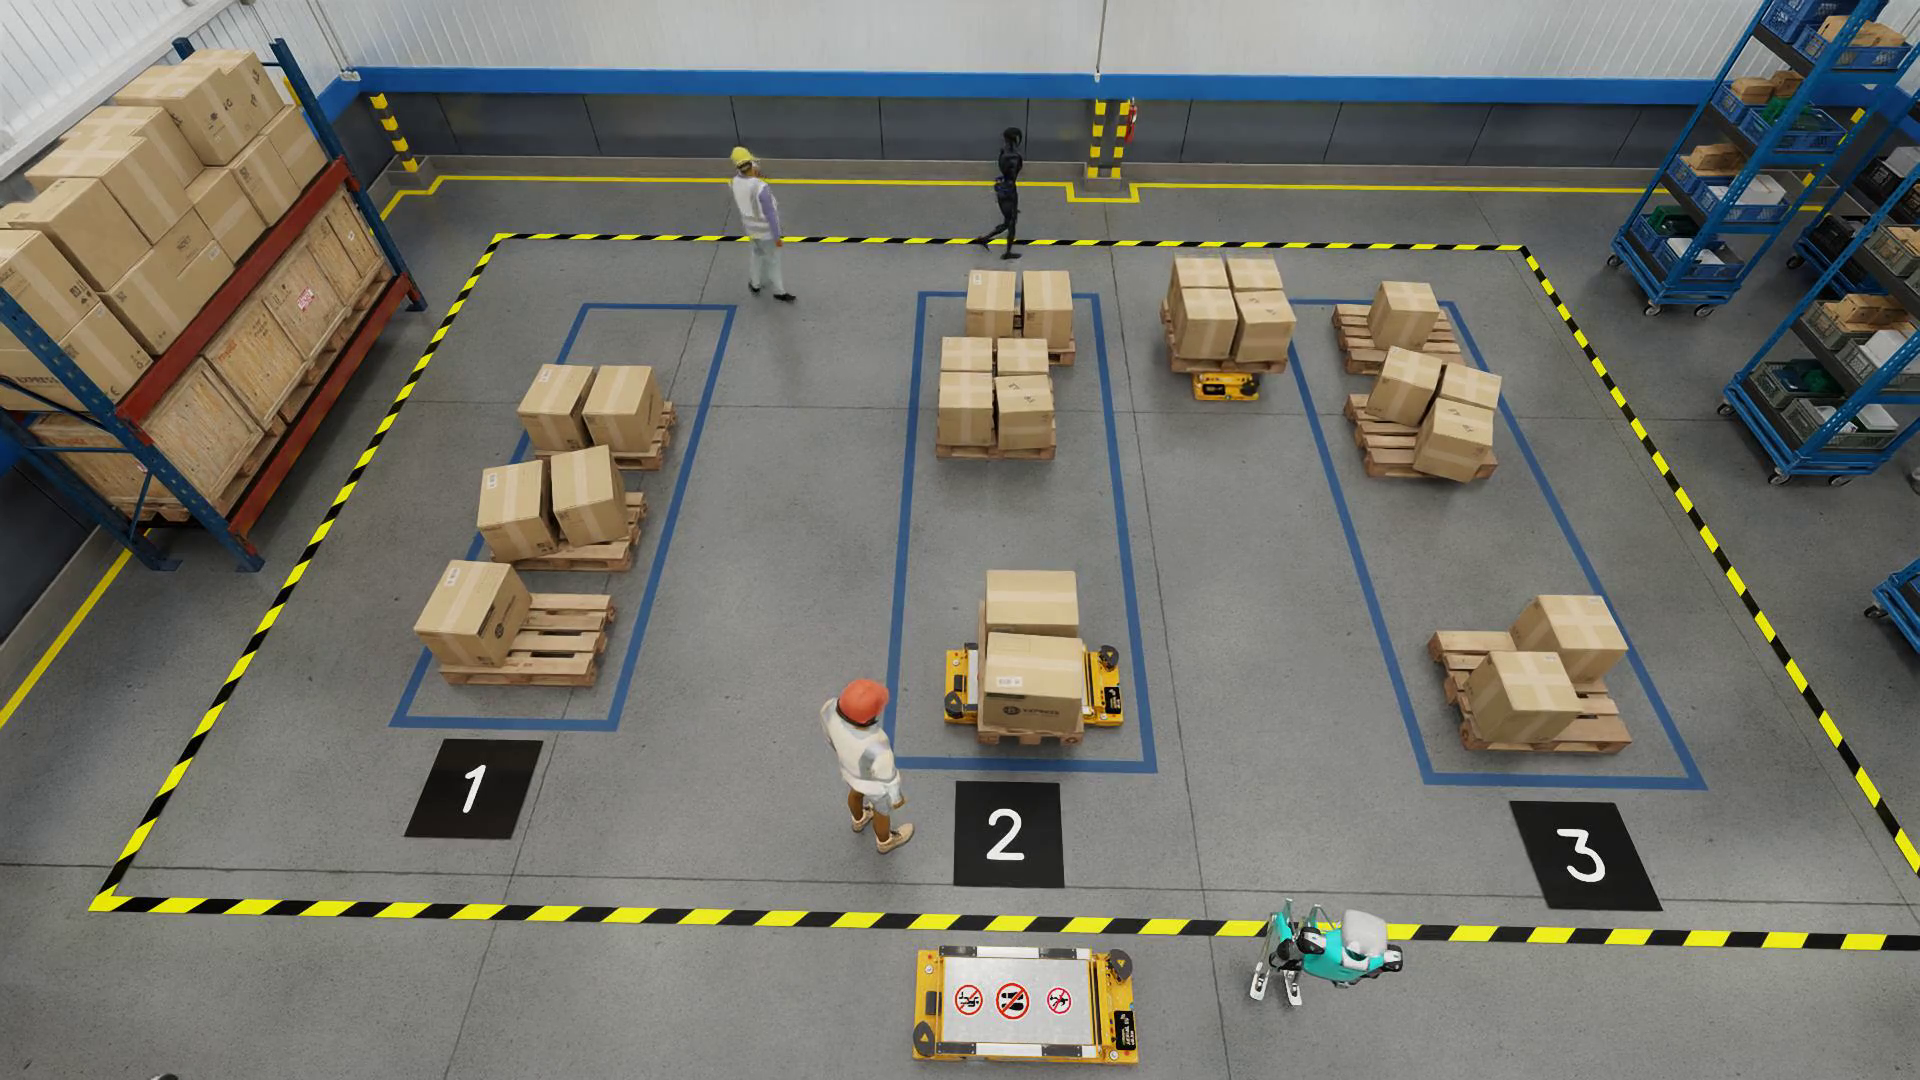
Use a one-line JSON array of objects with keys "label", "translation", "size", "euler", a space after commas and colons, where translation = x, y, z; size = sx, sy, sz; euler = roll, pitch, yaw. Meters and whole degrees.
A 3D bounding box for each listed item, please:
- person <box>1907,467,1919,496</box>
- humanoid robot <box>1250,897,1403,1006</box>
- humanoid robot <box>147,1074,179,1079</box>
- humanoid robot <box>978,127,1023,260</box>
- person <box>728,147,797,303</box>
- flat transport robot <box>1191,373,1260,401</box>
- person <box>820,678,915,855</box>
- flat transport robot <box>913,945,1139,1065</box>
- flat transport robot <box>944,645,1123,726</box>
[{"label": "person", "translation": [9.620, -1.133, 8.391], "size": [0.565, 1.844, 0.378], "euler": [-3, 51, -2]}, {"label": "humanoid robot", "translation": [2.140, 2.375, 5.516], "size": [0.533, 1.677, 0.735], "euler": [9, 51, 8]}, {"label": "humanoid robot", "translation": [-3.681, 3.273, 4.936], "size": [0.717, 1.896, 0.539], "euler": [-7, 51, -6]}, {"label": "humanoid robot", "translation": [0.506, -4.094, 10.918], "size": [0.517, 1.637, 0.605], "euler": [-7, 51, -6]}, {"label": "person", "translation": [-2.242, -3.514, 10.380], "size": [0.667, 1.780, 0.406], "euler": [34, 58, 24]}, {"label": "flat transport robot", "translation": [2.867, -2.092, 10.173], "size": [0.652, 0.197, 1.431], "euler": [1, 51, 1]}, {"label": "person", "translation": [-0.592, 1.512, 6.111], "size": [0.614, 2.039, 0.385], "euler": [36, 59, 26]}, {"label": "flat transport robot", "translation": [0.422, 3.041, 6.007], "size": [1.431, 0.231, 0.659], "euler": [1, 51, 1]}, {"label": "flat transport robot", "translation": [0.596, 1.174, 7.511], "size": [1.431, 0.197, 0.652], "euler": [1, 51, 1]}]
